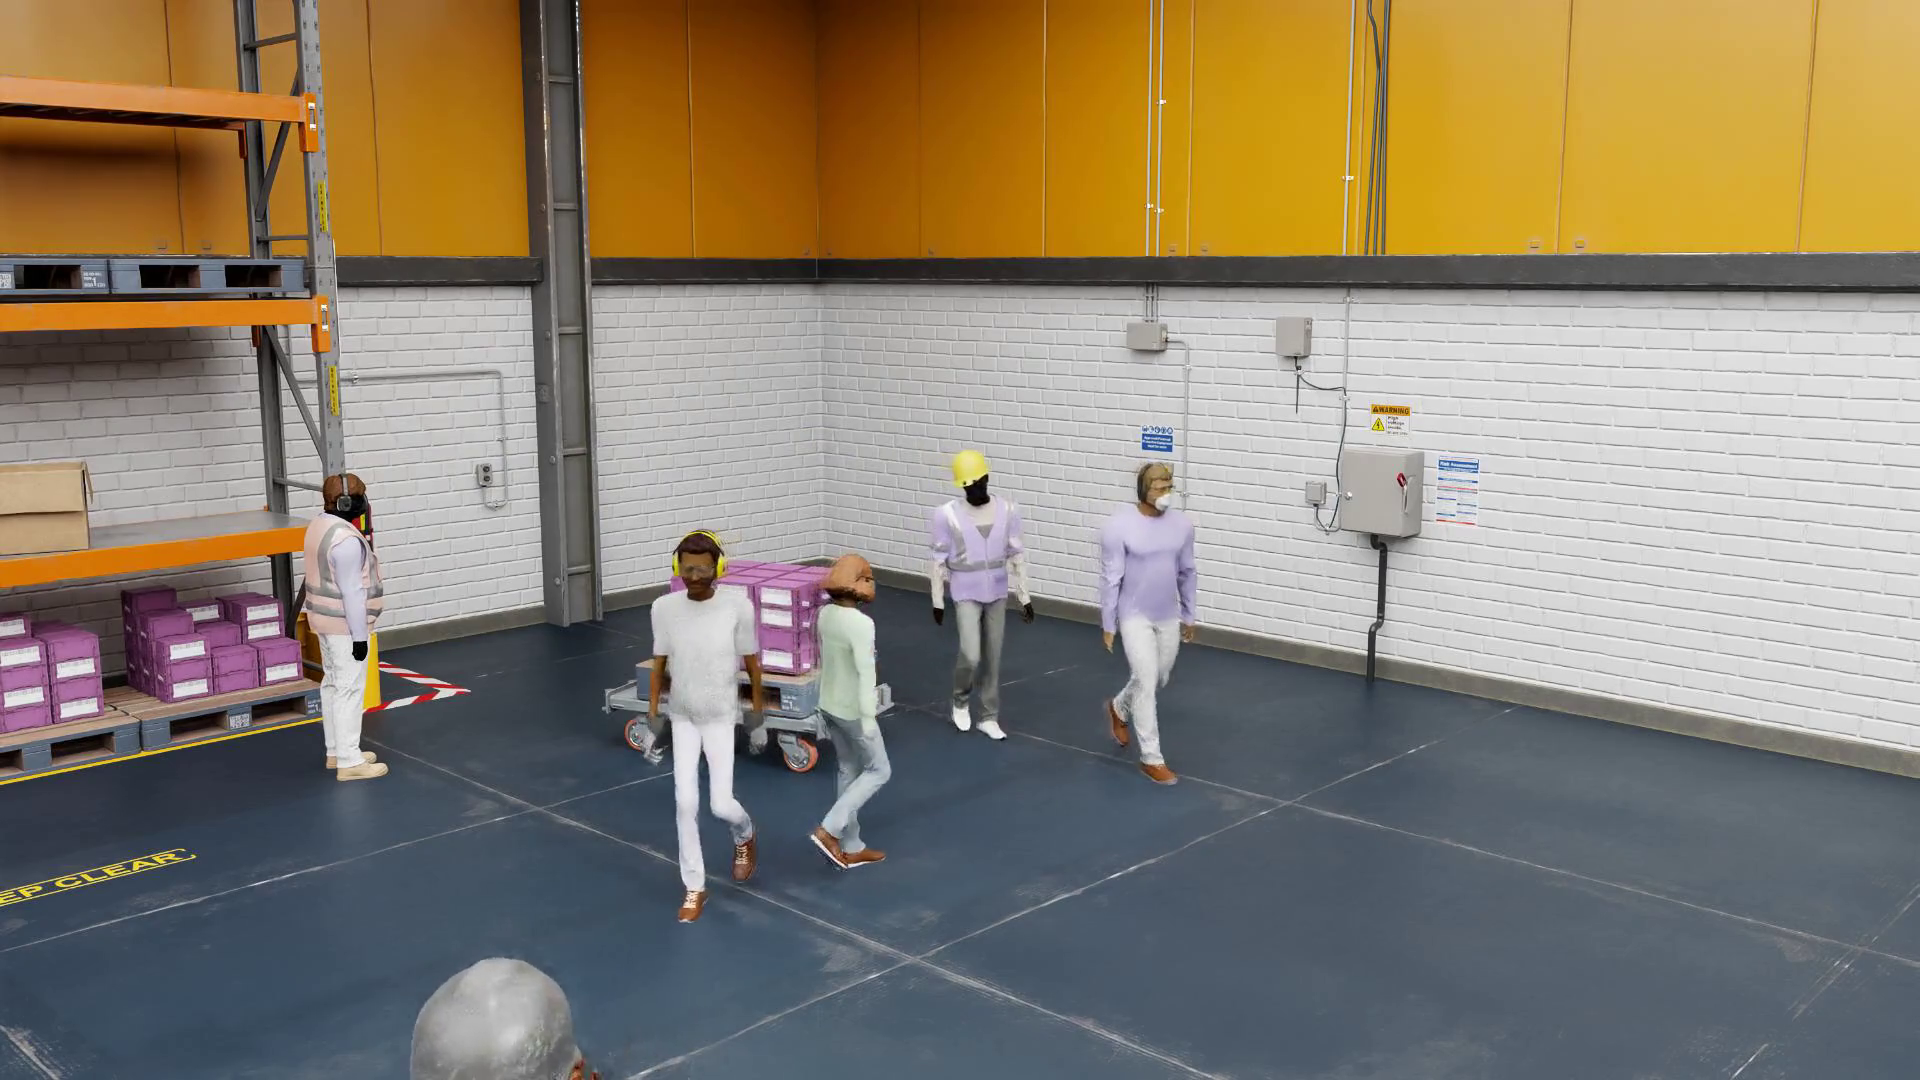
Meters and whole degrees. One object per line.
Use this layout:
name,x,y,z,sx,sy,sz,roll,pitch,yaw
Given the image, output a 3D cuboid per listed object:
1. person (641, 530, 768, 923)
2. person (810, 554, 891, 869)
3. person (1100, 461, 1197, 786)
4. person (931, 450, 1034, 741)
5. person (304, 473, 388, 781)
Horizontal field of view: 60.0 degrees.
person,-1.190,0.843,7.859,0.559,1.846,0.525,1,9,9
person,-0.570,0.871,8.358,0.410,1.612,0.535,-6,11,-33
person,1.096,0.455,10.061,0.641,1.914,0.889,-4,10,-26
person,0.140,0.356,10.674,0.620,1.895,0.423,-4,10,-22
person,-3.661,0.512,9.941,0.430,1.836,0.619,-7,12,-37
